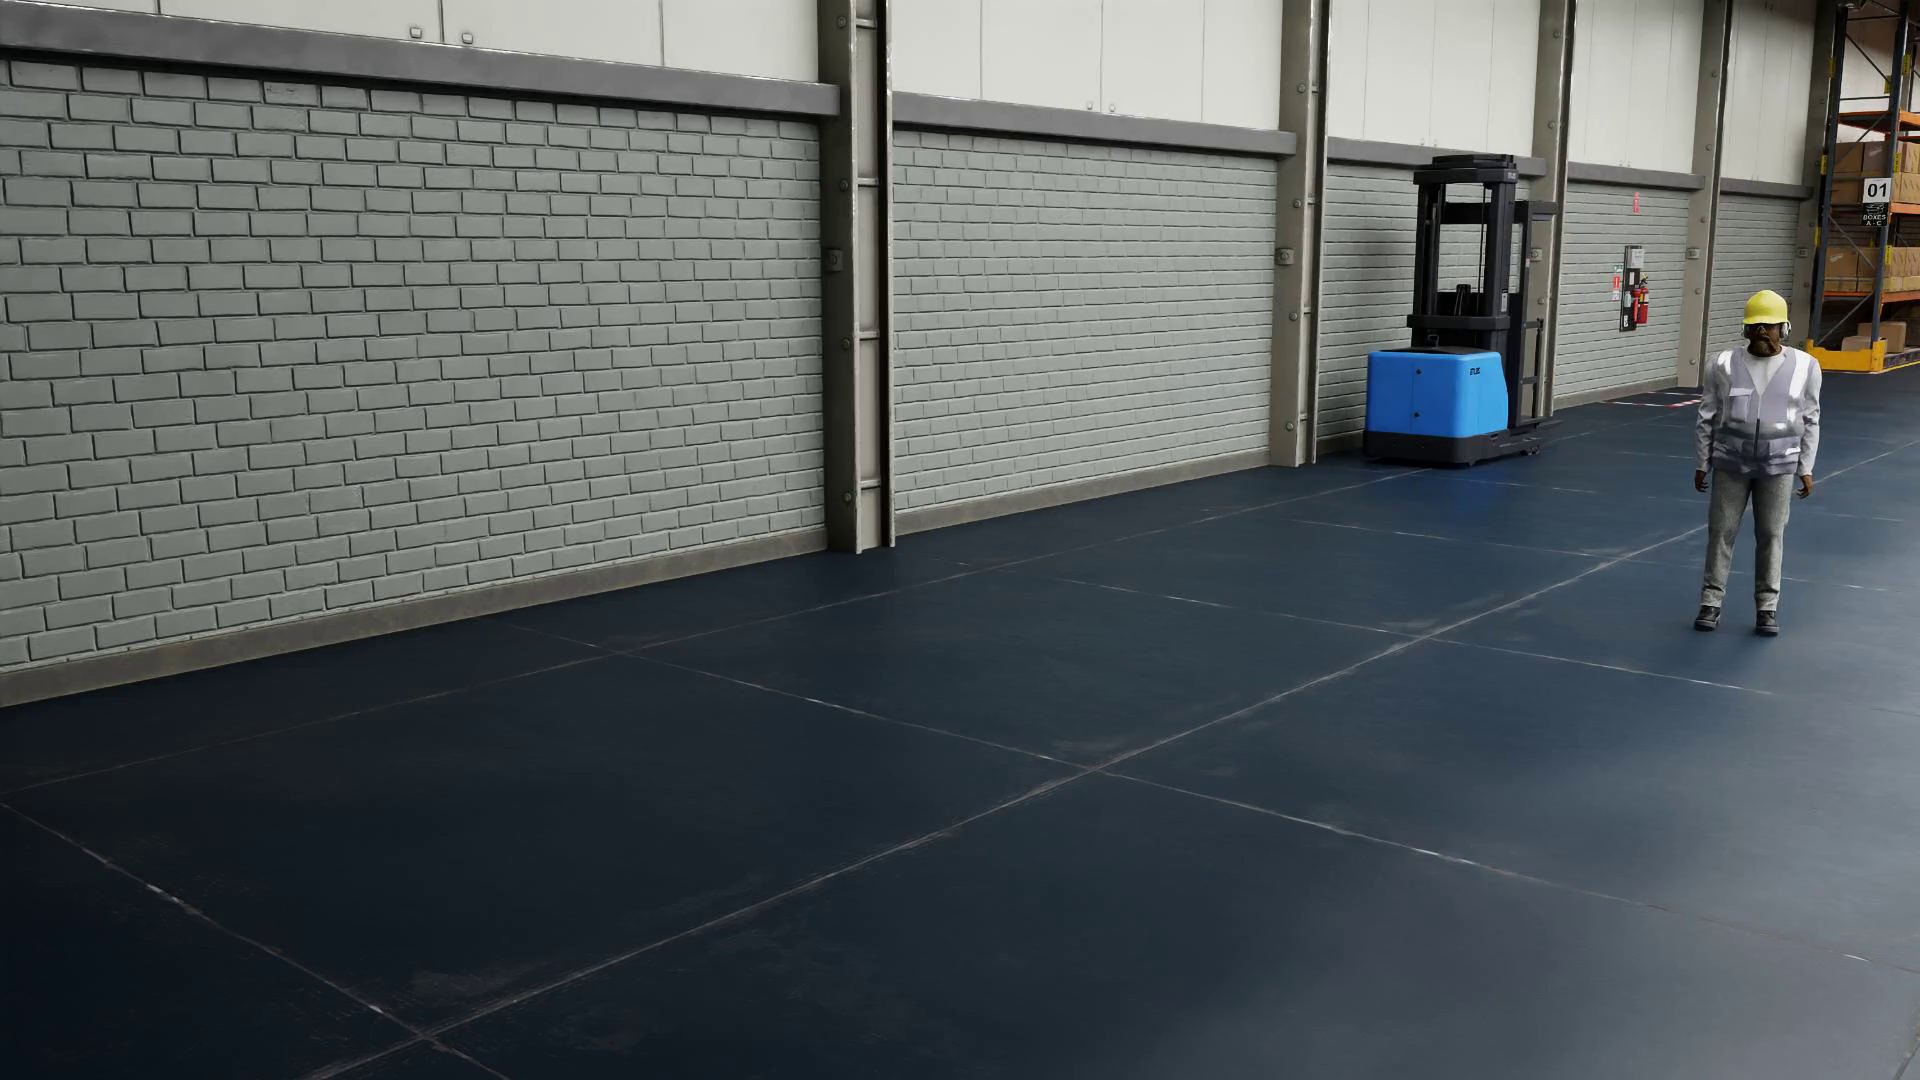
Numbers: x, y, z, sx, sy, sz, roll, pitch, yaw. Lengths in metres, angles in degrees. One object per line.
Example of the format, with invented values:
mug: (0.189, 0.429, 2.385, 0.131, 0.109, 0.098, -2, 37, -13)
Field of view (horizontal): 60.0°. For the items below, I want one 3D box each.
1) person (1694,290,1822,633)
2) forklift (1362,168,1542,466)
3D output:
person: (4.258, -0.415, 8.917, 0.600, 1.830, 0.403, 5, 11, 25)
forklift: (4.875, -2.212, 16.287, 1.129, 2.768, 1.873, 8, 13, 40)
